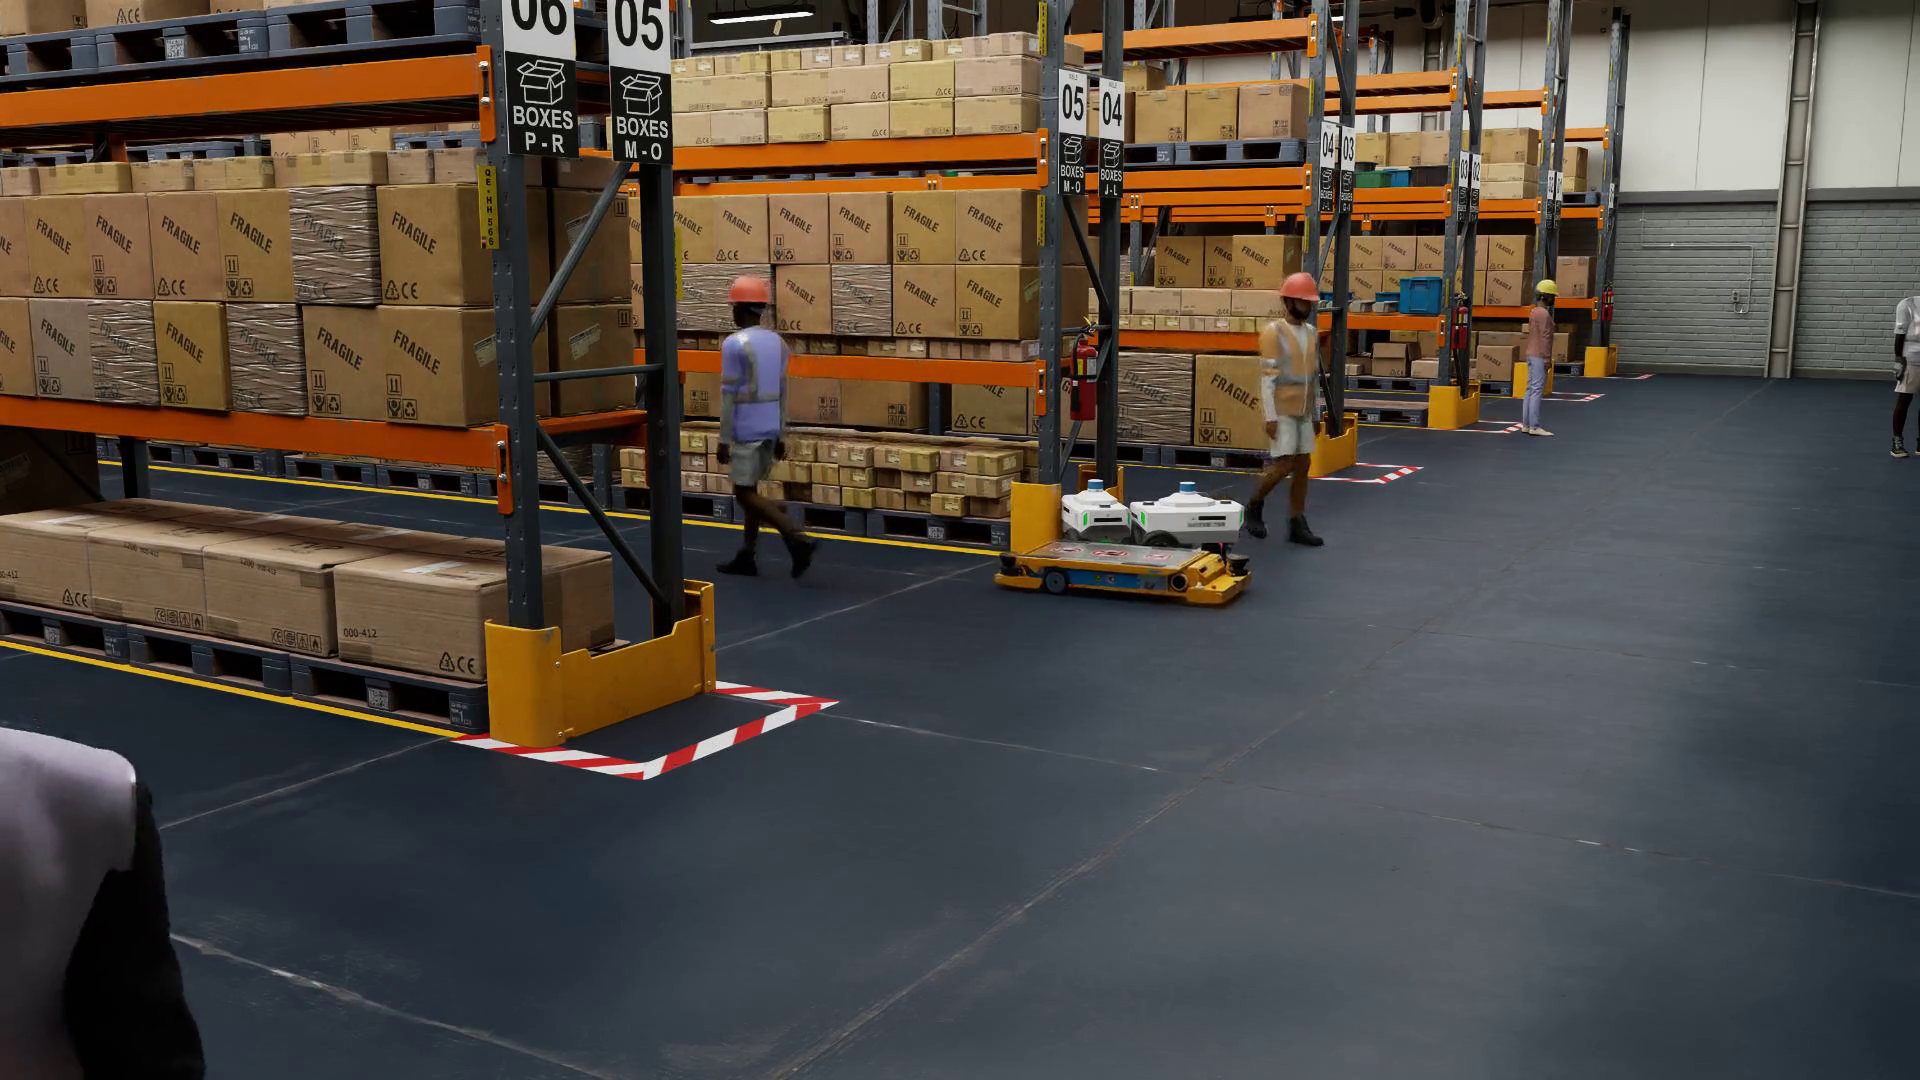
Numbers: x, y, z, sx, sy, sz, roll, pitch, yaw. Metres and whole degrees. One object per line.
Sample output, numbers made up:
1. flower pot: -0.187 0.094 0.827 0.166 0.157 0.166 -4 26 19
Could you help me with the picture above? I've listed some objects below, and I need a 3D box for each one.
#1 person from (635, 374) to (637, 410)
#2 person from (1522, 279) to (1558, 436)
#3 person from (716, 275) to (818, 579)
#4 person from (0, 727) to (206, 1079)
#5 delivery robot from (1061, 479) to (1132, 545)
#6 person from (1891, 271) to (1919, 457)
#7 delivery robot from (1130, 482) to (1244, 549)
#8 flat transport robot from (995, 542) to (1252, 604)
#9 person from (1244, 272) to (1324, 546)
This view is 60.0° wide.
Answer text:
1. person: -3.170 -1.414 15.472 0.318 1.630 0.513 3 10 16
2. person: 6.591 -2.062 18.864 0.311 1.768 0.524 0 10 2
3. person: -1.220 -0.685 10.355 0.775 1.918 0.545 5 11 29
4. person: -0.981 0.838 1.518 0.598 1.897 0.536 -9 13 -41
5. delivery robot: 0.891 -0.157 10.972 0.477 0.478 0.707 -1 10 -9
6. person: 9.735 -1.810 16.800 0.604 1.966 0.367 0 10 0
7. delivery robot: 1.483 -0.137 10.853 0.707 0.478 0.477 -1 10 -7
8. flat transport robot: 0.993 0.179 10.110 1.431 0.197 0.652 4 11 24
9. person: 2.321 -0.917 11.707 0.561 1.924 0.523 -8 12 -38
